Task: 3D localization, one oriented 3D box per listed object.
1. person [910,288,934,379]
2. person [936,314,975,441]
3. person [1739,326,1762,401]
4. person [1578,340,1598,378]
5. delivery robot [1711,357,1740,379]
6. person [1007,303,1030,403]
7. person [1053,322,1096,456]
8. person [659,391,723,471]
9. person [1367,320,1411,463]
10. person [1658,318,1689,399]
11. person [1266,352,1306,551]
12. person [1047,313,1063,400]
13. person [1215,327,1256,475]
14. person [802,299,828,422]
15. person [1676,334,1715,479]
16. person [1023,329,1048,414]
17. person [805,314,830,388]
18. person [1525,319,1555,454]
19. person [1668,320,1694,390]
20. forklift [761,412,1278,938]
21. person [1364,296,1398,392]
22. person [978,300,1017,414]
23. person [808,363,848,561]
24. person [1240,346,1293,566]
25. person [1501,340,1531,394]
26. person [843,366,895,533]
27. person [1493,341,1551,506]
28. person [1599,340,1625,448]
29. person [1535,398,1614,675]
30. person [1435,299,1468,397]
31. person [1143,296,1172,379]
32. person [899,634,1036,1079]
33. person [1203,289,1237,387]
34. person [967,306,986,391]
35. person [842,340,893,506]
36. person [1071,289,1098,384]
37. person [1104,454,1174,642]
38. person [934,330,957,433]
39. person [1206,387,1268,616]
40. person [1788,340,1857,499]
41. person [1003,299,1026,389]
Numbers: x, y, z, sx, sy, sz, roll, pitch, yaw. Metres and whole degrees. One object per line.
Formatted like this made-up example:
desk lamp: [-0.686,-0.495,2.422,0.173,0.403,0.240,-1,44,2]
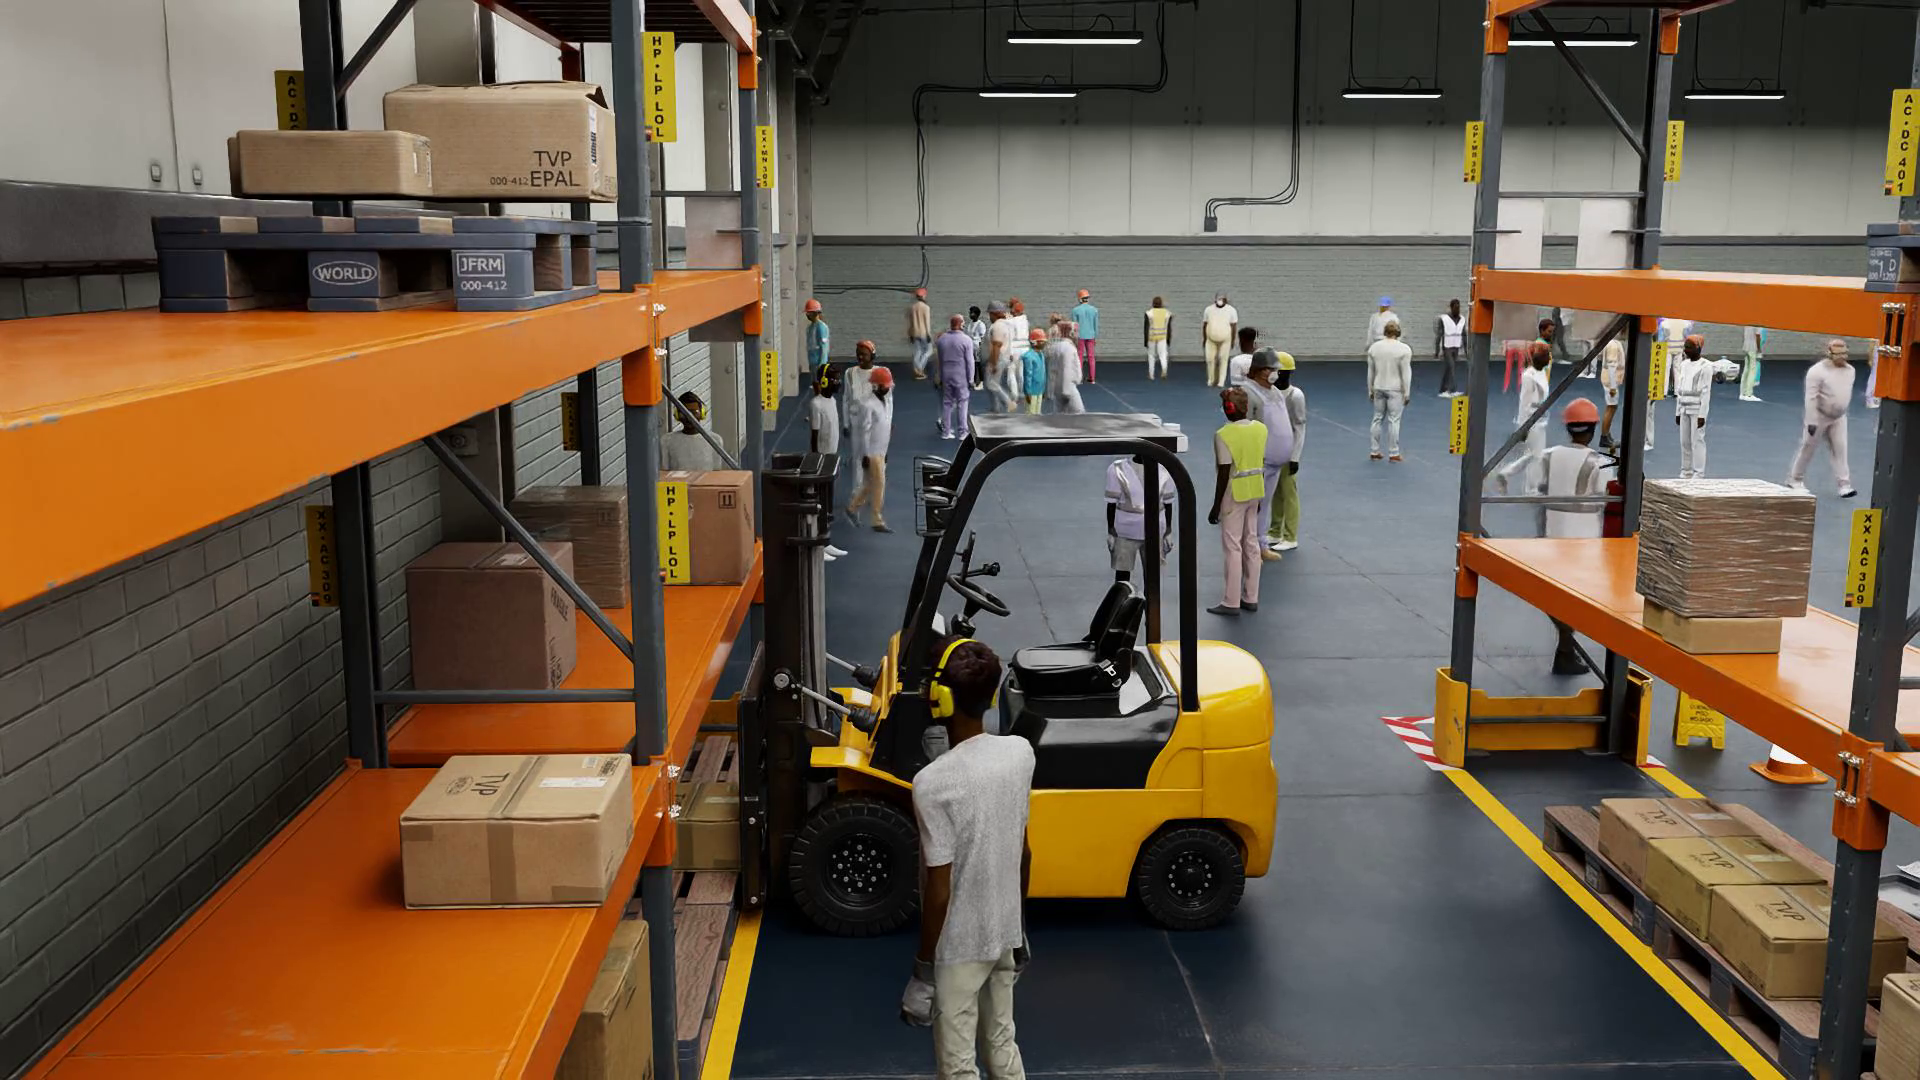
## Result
person: [-0.842,-4.494,36.260,0.638,1.977,0.442,10,14,44]
person: [-0.048,-2.444,25.084,0.648,1.899,0.400,7,12,34]
person: [14.939,-3.547,31.334,0.338,1.860,0.514,-1,10,-4]
person: [13.836,-4.427,36.575,0.322,1.735,0.486,-4,11,-19]
delivery robot: [16.171,-3.641,35.220,0.477,0.478,0.707,-2,10,-9]
person: [1.112,-3.490,31.009,0.599,1.855,0.481,-8,13,-39]
person: [1.608,-2.092,23.162,0.853,1.872,0.667,-2,10,-8]
person: [-2.033,-0.197,12.634,0.514,1.872,0.328,-3,11,-16]
person: [5.819,-2.014,22.597,0.632,1.932,0.364,10,14,44]
person: [13.510,-3.582,31.591,0.586,1.835,0.403,0,10,-2]
person: [3.120,-0.857,16.166,0.384,1.928,0.606,-3,11,-18]
person: [1.806,-3.471,31.517,0.311,1.639,0.512,-2,10,-14]
person: [3.545,-1.690,20.785,0.631,1.926,0.878,-4,11,-21]
person: [-2.390,-2.938,27.429,0.395,2.038,0.614,-4,11,-21]
person: [8.884,-1.551,20.172,0.350,1.878,0.568,-2,10,-11]
person: [1.092,-2.164,23.934,0.355,1.745,0.567,5,11,24]
person: [-2.895,-3.857,33.803,0.519,1.588,0.684,3,11,15]
person: [8.138,-2.153,23.414,0.396,1.913,0.590,4,11,22]
person: [14.302,-3.833,33.168,0.509,1.791,0.955,-2,10,-12]
forklift: [0.291,0.548,7.580,2.313,2.155,1.214,0,10,-2]
person: [8.355,-3.886,33.037,0.452,1.923,0.642,-6,12,-30]
person: [0.598,-3.010,27.831,0.599,2.000,0.697,1,10,3]
person: [-1.262,-0.733,15.657,0.327,1.861,0.510,3,11,16]
person: [2.821,-0.782,15.416,0.535,2.000,0.684,8,13,38]
person: [10.960,-3.757,32.767,0.526,1.765,0.329,5,11,25]
person: [-0.926,-0.938,17.220,0.548,1.758,0.589,4,11,19]
person: [6.437,-1.321,18.889,0.601,1.870,0.581,6,12,31]
person: [9.526,-2.294,24.182,0.389,1.923,0.549,5,11,24]
person: [4.310,-0.015,11.497,0.512,1.920,0.619,-6,12,-29]
person: [9.471,-3.637,31.758,0.623,1.876,0.938,-4,11,-22]
person: [4.287,-4.369,36.031,0.635,1.817,0.783,-2,10,-9]
person: [0.023,1.197,4.872,0.313,1.869,0.528,8,13,39]
person: [5.306,-4.140,34.122,0.705,2.000,0.682,3,11,17]
person: [0.319,-3.862,33.530,0.322,1.696,0.536,-7,12,-35]
person: [-1.055,-1.318,18.839,0.586,1.882,0.341,3,11,17]
person: [2.612,-4.282,35.083,0.610,1.985,0.414,-4,11,-21]
person: [1.320,-0.039,12.236,0.535,1.697,0.318,-1,10,-8]
person: [-0.220,-2.437,25.806,0.526,1.622,0.473,8,13,37]
person: [2.235,-0.305,13.323,0.563,1.839,0.388,-9,13,-40]
person: [10.180,-1.414,19.494,0.680,1.854,1.020,-2,10,-9]
person: [1.077,-4.051,34.238,0.582,1.830,1.037,2,10,13]
